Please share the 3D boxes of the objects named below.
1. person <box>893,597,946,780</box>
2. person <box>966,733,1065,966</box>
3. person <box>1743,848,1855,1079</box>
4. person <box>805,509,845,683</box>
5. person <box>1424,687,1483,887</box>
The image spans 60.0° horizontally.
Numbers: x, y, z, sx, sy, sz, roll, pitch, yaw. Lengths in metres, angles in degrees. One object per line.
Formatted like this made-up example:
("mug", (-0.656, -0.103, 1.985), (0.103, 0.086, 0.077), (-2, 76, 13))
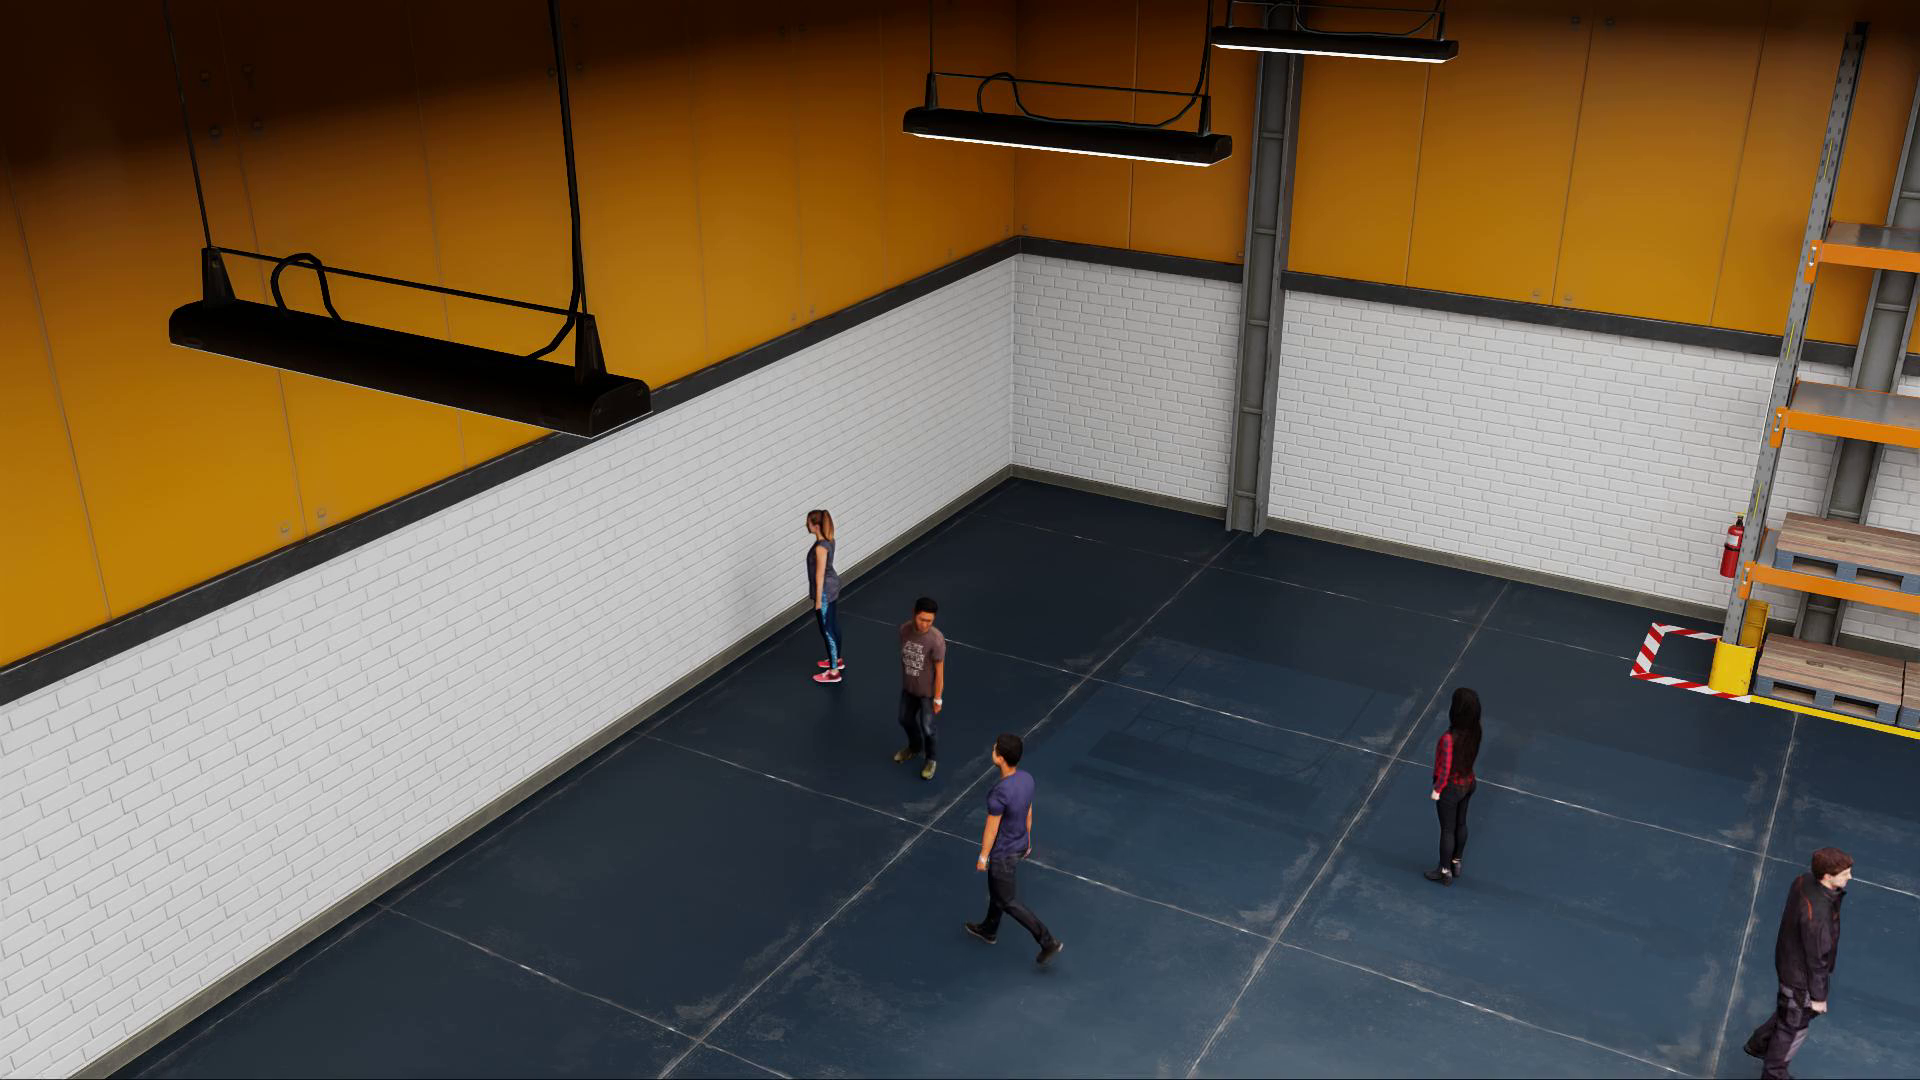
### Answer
("person", (-0.309, 1.221, 14.088), (0.816, 1.740, 0.586), (-19, 30, -37))
("person", (0.402, 2.220, 11.771), (1.052, 1.767, 0.649), (13, 27, 27))
("person", (5.266, 2.712, 10.563), (0.723, 1.832, 0.786), (8, 25, 18))
("person", (-1.271, 0.508, 15.742), (0.658, 1.722, 0.635), (2, 24, 4))
("person", (3.798, 1.875, 12.695), (0.642, 1.658, 0.608), (-20, 31, -38))
